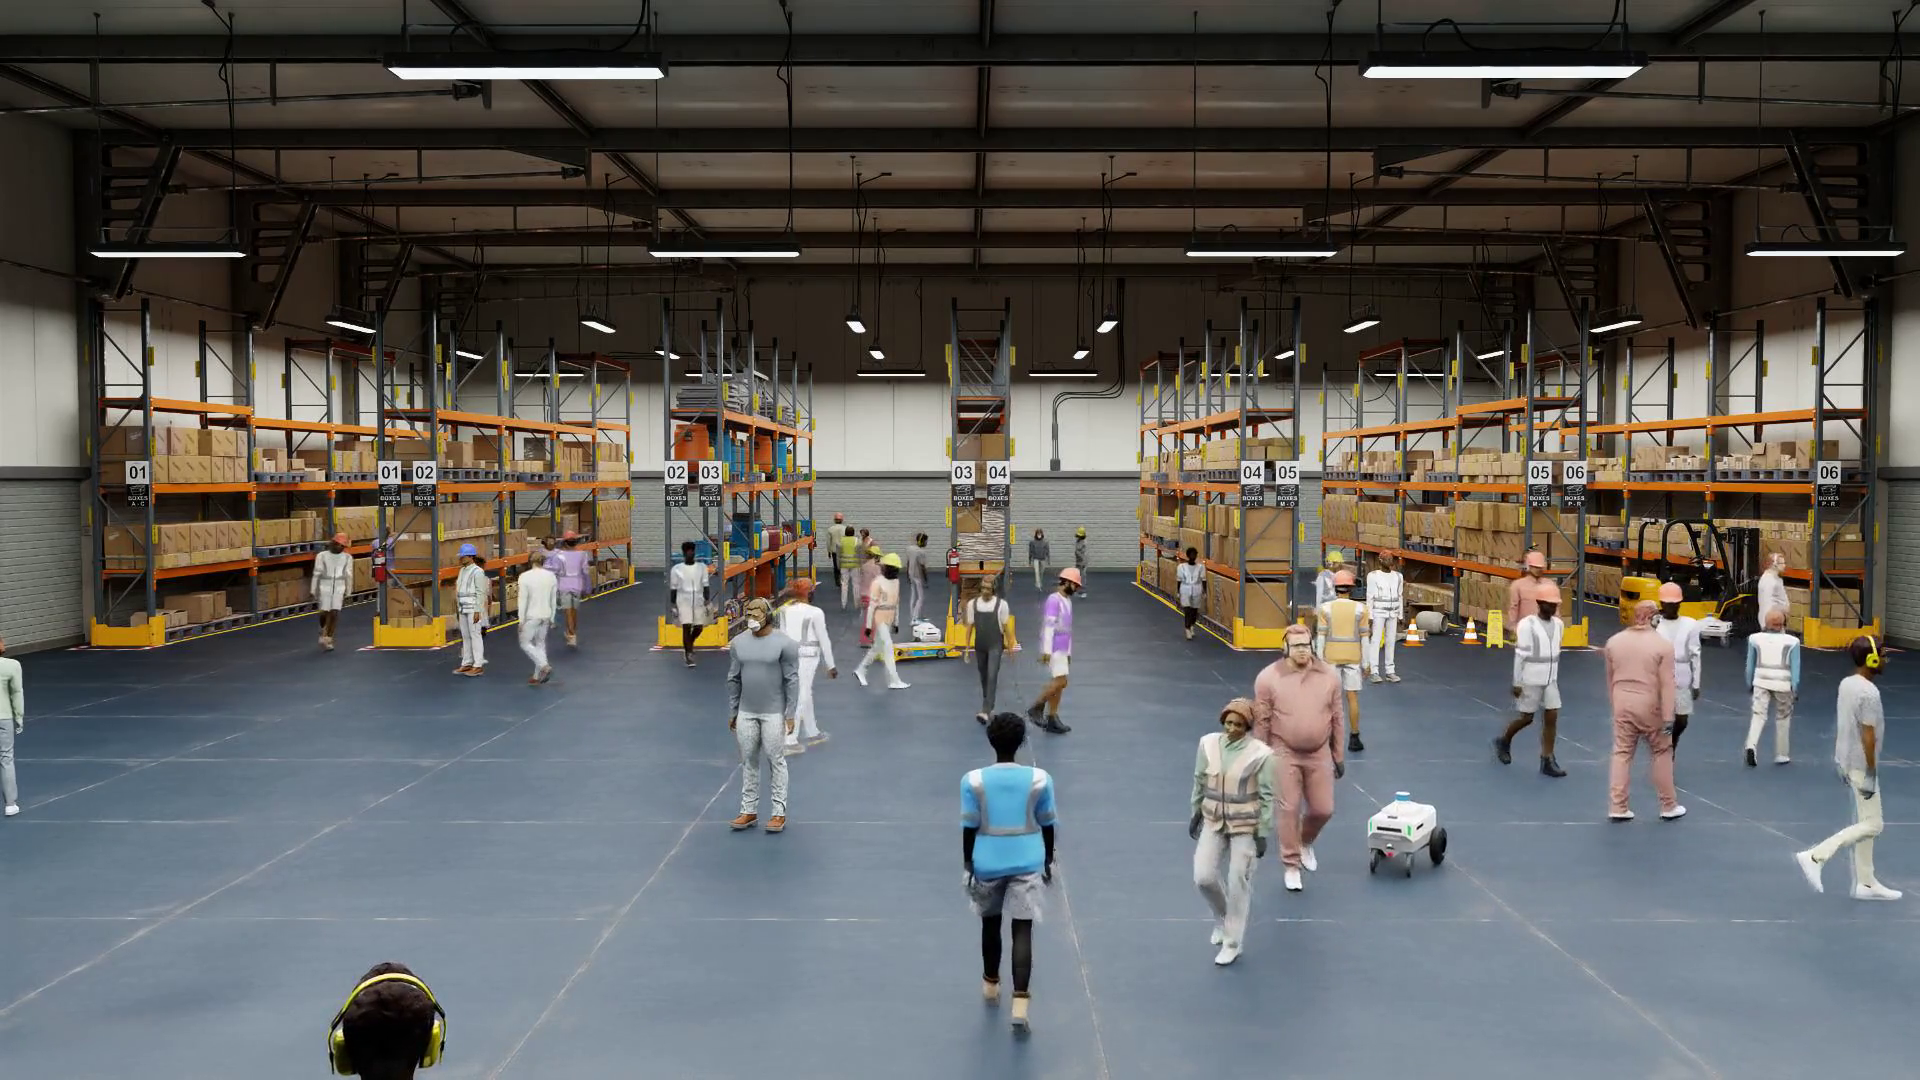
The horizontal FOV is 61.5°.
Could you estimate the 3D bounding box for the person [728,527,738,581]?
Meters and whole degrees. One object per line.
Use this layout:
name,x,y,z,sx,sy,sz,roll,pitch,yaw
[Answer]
person,-6.222,0.210,44.972,0.549,1.888,0.590,-1,3,-30

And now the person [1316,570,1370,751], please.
person,4.117,1.292,17.439,0.596,1.922,0.493,0,2,7

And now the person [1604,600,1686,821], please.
person,5.845,1.454,13.794,0.706,1.879,0.675,-2,3,-37

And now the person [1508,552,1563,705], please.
person,7.365,1.139,20.557,0.616,1.976,0.649,0,2,-11

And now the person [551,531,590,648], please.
person,-6.756,0.839,27.875,0.623,1.982,1.054,-2,3,-34

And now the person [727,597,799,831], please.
person,-1.642,1.440,13.413,0.635,1.937,0.354,1,2,20

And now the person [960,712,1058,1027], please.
person,0.263,1.765,8.760,0.532,1.664,0.803,0,2,0

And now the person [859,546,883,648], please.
person,-1.453,0.969,27.648,0.671,1.737,0.580,-2,3,-34

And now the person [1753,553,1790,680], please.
person,11.135,1.120,22.110,0.443,1.893,0.651,1,3,26

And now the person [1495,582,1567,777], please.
person,5.680,1.354,16.040,0.557,1.913,0.779,-1,2,-23

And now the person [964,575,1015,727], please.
person,0.316,1.297,19.149,0.549,1.769,1.082,1,2,21

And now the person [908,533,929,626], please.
person,-0.847,0.778,31.531,0.371,1.833,0.655,-2,3,-35

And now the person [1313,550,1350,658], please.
person,5.732,1.051,25.007,0.601,1.802,0.843,-1,3,-33

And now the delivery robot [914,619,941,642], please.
delivery robot,-0.552,1.559,26.931,0.477,0.478,0.707,0,2,-13

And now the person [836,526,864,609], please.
person,-2.423,0.602,35.672,0.626,1.847,0.429,0,2,4

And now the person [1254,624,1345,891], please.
person,2.431,1.535,11.596,0.662,1.887,0.492,0,2,-1

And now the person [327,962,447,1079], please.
person,-1.244,1.863,3.560,0.521,1.877,0.325,0,2,-1

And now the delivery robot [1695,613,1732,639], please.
delivery robot,13.028,1.514,28.072,0.707,0.478,0.477,2,3,37

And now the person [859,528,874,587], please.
person,-2.370,0.514,40.520,0.537,1.630,0.355,1,3,27

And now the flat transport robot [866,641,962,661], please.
flat transport robot,-0.740,1.782,26.001,1.431,0.197,0.652,-1,3,-33

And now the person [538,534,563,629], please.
person,-7.863,0.797,30.967,0.591,1.825,0.527,0,2,-7

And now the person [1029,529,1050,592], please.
person,2.014,0.525,40.765,0.515,1.582,0.847,0,2,-7

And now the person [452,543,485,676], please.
person,-7.225,1.023,23.789,0.605,1.948,0.385,2,3,43

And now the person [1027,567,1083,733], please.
person,1.130,1.259,18.503,0.513,1.894,0.634,1,3,25

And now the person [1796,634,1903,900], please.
person,6.191,1.573,11.217,0.651,1.850,0.522,0,2,7

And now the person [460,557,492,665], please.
person,-7.520,1.098,25.111,0.401,1.679,0.546,1,3,30

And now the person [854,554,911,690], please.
person,-1.124,1.118,22.434,0.963,1.876,0.637,1,3,28

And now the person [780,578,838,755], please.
person,-1.597,1.333,17.277,0.590,1.839,0.924,2,3,40

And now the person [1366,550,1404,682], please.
person,6.073,1.084,23.048,0.576,1.885,0.355,-1,2,-16

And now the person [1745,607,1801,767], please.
person,8.194,1.488,16.323,0.523,1.612,0.780,2,3,41

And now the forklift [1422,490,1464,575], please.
forklift,13.926,-0.371,47.846,1.873,2.768,1.129,0,2,0

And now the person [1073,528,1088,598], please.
person,2.902,0.539,39.040,0.426,1.697,0.644,-1,3,-29

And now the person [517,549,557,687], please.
person,-5.862,1.089,22.451,0.513,1.919,0.644,2,3,37

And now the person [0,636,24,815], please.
person,-8.361,1.570,13.920,0.507,1.631,0.265,-2,3,-34

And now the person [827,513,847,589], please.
person,-3.149,0.279,42.234,0.644,1.960,0.825,0,2,1

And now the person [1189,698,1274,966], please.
person,1.627,1.742,9.723,0.578,1.610,0.402,2,3,37

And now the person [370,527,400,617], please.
person,-11.982,0.655,33.713,0.655,1.923,0.674,0,2,2

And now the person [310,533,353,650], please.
person,-10.652,0.862,27.350,0.705,1.981,0.626,-1,3,-31

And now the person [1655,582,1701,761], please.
person,6.960,1.357,15.844,0.547,1.919,0.710,1,2,16

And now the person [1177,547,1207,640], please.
person,4.184,0.948,29.234,0.540,1.673,0.788,0,2,0

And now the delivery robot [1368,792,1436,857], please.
delivery robot,3.336,2.146,12.167,0.477,0.478,0.707,1,3,32

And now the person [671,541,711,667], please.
person,-4.206,0.969,25.082,0.615,1.948,0.696,-1,3,-26

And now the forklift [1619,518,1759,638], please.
forklift,13.417,0.684,29.791,2.313,2.155,1.214,0,2,0
